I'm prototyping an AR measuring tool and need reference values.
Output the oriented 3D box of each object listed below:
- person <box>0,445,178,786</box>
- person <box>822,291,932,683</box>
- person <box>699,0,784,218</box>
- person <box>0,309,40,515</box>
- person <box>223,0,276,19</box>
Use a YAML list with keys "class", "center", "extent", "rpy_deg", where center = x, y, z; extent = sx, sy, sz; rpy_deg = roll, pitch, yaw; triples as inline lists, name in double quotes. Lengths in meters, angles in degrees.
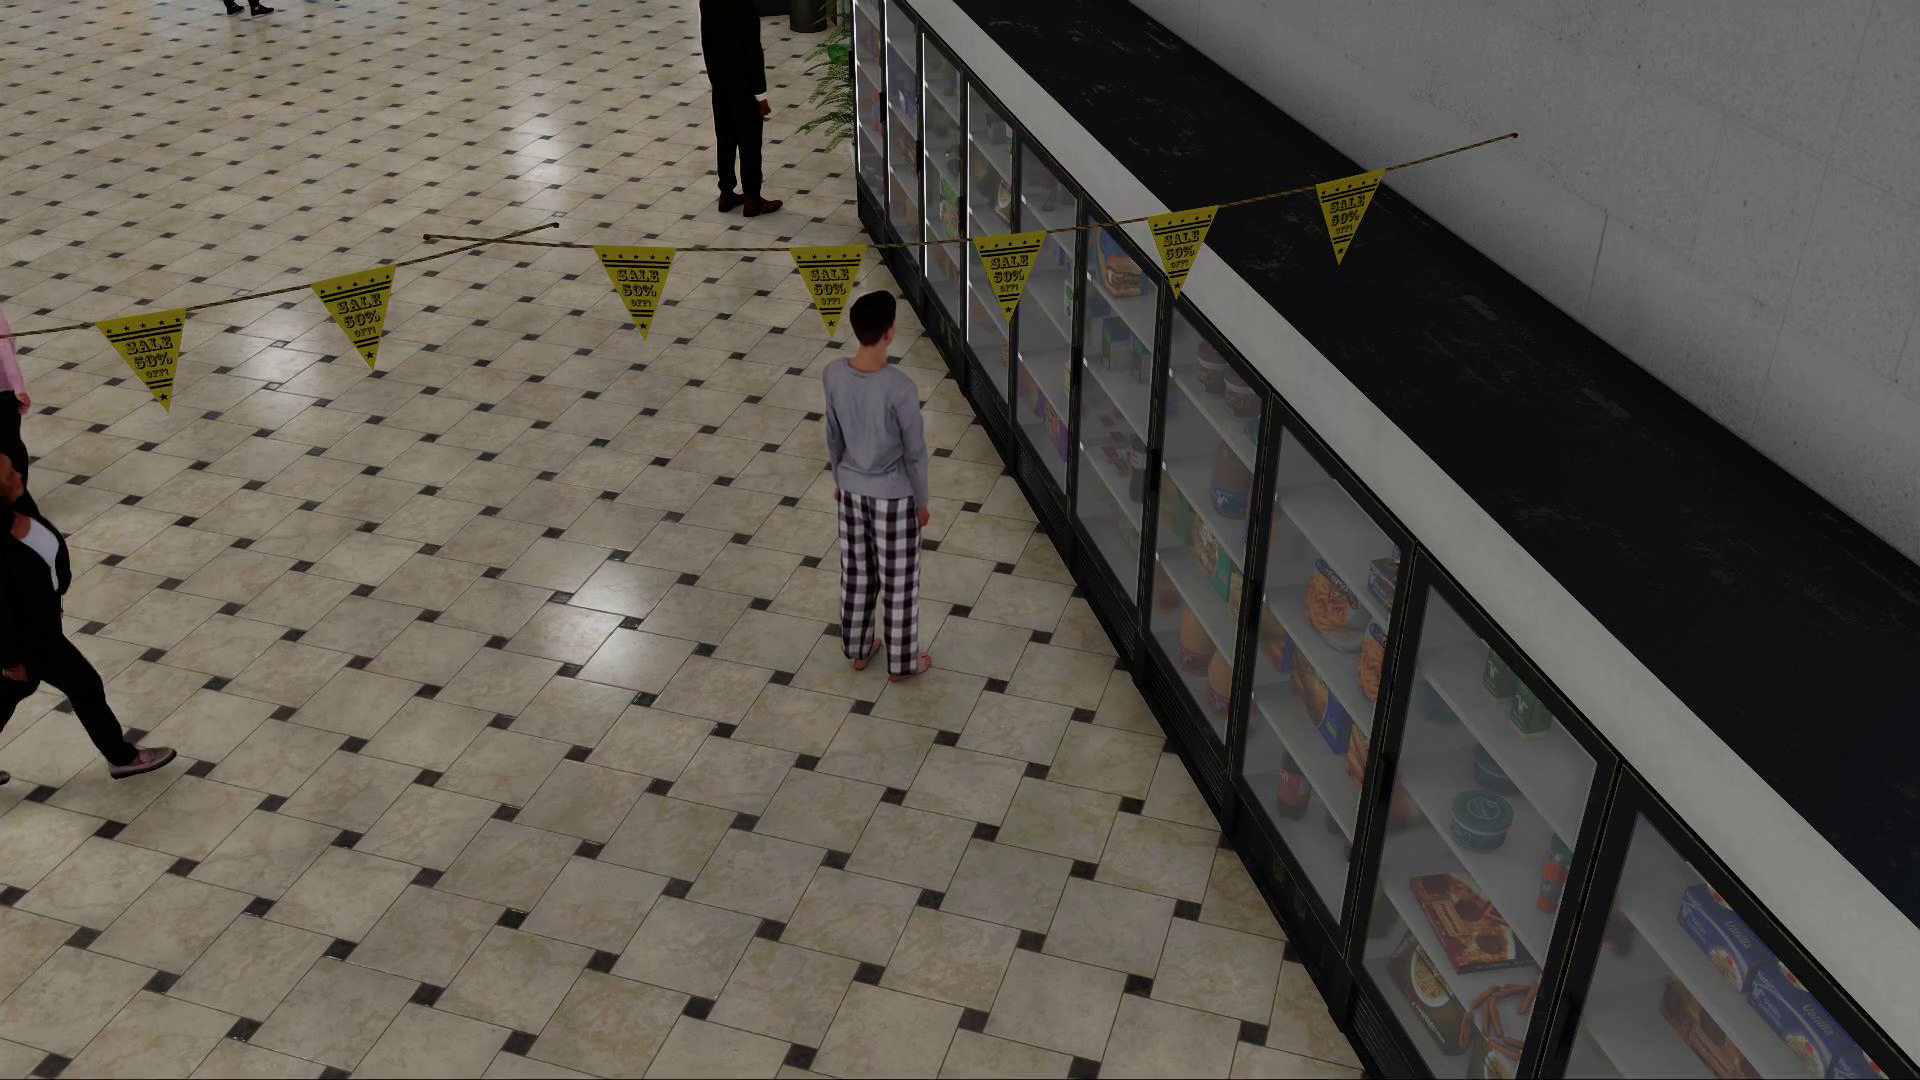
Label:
- class: "person"
  center: [-3.789, 0.369, 6.558]
  extent: [1.140, 1.582, 0.760]
  rpy_deg: [-14, 35, -22]
- class: "person"
  center: [-0.357, -0.208, 7.232]
  extent: [0.682, 1.850, 0.749]
  rpy_deg: [16, 35, 24]
- class: "person"
  center: [-1.644, -3.342, 12.218]
  extent: [0.801, 1.904, 0.829]
  rpy_deg: [22, 38, 31]
- class: "person"
  center: [-4.913, -0.767, 8.329]
  extent: [1.093, 1.640, 0.895]
  rpy_deg: [-19, 37, -28]
- class: "person"
  center: [-7.537, -6.326, 17.076]
  extent: [0.702, 1.838, 0.819]
  rpy_deg: [8, 33, 12]
